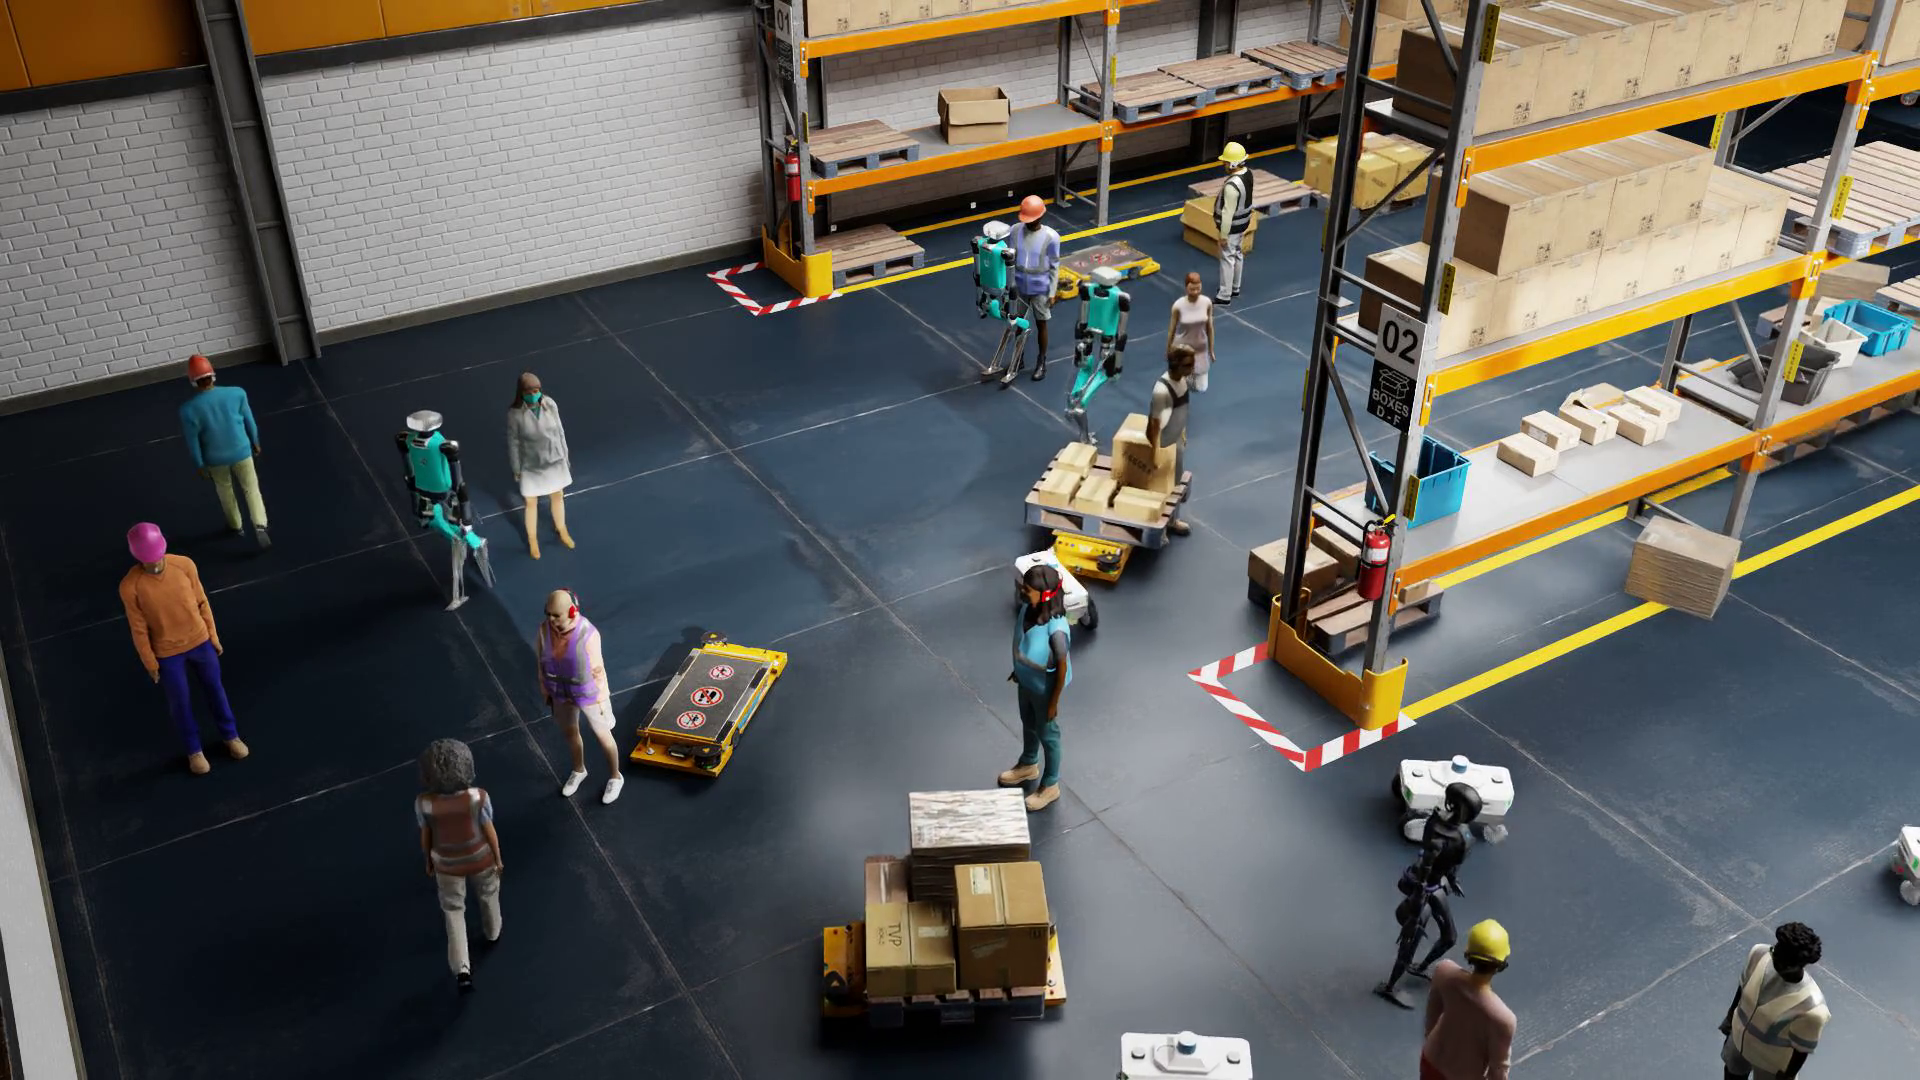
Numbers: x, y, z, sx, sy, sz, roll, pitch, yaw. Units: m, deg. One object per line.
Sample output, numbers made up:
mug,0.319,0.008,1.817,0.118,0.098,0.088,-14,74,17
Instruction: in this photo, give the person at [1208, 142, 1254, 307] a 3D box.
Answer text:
person,2.947,-3.433,18.099,0.403,1.825,0.589,15,35,23

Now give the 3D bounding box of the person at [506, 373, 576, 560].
person,-3.468,-0.619,13.756,0.495,1.660,0.336,-19,37,-27

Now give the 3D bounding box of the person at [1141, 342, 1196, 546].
person,1.752,-0.812,13.910,0.398,1.835,0.505,18,36,26

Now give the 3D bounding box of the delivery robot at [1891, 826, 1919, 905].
delivery robot,6.349,2.055,10.530,0.757,0.586,0.518,5,32,8

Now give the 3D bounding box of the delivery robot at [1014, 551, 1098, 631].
delivery robot,0.731,0.430,13.138,0.499,0.605,0.781,-14,35,-21

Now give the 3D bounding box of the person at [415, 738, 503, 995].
person,-2.912,1.898,9.738,0.441,1.668,0.701,-8,33,-12

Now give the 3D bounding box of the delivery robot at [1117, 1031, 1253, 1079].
delivery robot,1.228,2.936,9.124,0.772,0.586,0.499,2,32,3

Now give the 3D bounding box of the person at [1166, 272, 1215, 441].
person,2.137,-1.788,15.635,0.457,1.641,0.553,-8,33,-12

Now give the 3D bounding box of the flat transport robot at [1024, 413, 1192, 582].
flat transport robot,1.242,-0.132,14.295,0.659,0.231,1.431,12,34,18

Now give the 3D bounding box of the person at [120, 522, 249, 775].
person,-5.321,0.719,11.338,0.519,1.974,0.399,-26,40,-35

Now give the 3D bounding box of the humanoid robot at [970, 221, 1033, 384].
humanoid robot,0.486,-2.383,16.380,0.533,1.674,0.735,27,41,36

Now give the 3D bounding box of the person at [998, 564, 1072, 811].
person,0.523,0.956,11.057,0.389,1.866,0.528,-16,36,-24

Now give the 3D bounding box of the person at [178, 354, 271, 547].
person,-6.121,-0.735,13.877,0.563,1.727,0.681,-16,35,-24

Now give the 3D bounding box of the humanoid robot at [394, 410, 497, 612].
humanoid robot,-3.988,-0.279,13.226,0.537,1.853,0.772,10,33,15

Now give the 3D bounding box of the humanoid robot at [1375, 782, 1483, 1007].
humanoid robot,2.692,2.025,9.528,0.358,1.637,0.611,24,39,33

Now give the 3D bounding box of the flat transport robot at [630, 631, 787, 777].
flat transport robot,-1.822,1.184,12.196,0.659,0.231,1.431,8,33,13

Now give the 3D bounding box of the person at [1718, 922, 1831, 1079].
person,4.138,2.614,8.574,0.320,1.693,0.532,-9,33,-13

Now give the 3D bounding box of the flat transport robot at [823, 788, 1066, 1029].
flat transport robot,-0.106,2.536,10.040,1.431,0.231,0.659,-2,32,-3

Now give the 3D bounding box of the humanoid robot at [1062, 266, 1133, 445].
humanoid robot,1.157,-1.565,15.195,0.531,1.753,0.804,22,38,30

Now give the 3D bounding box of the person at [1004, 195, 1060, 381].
person,0.705,-2.509,16.526,0.542,1.928,0.369,14,35,21

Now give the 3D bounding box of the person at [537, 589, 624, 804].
person,-2.557,1.032,11.106,0.486,1.685,0.355,8,33,13

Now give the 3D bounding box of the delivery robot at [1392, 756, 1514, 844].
delivery robot,3.294,1.690,11.093,0.739,0.566,0.499,4,32,6

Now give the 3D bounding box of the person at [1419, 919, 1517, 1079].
person,2.532,2.671,8.464,0.813,1.708,0.588,-18,36,-26

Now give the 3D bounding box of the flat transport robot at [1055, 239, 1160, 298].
flat transport robot,1.545,-3.109,19.042,1.431,0.231,0.659,-21,38,-29
